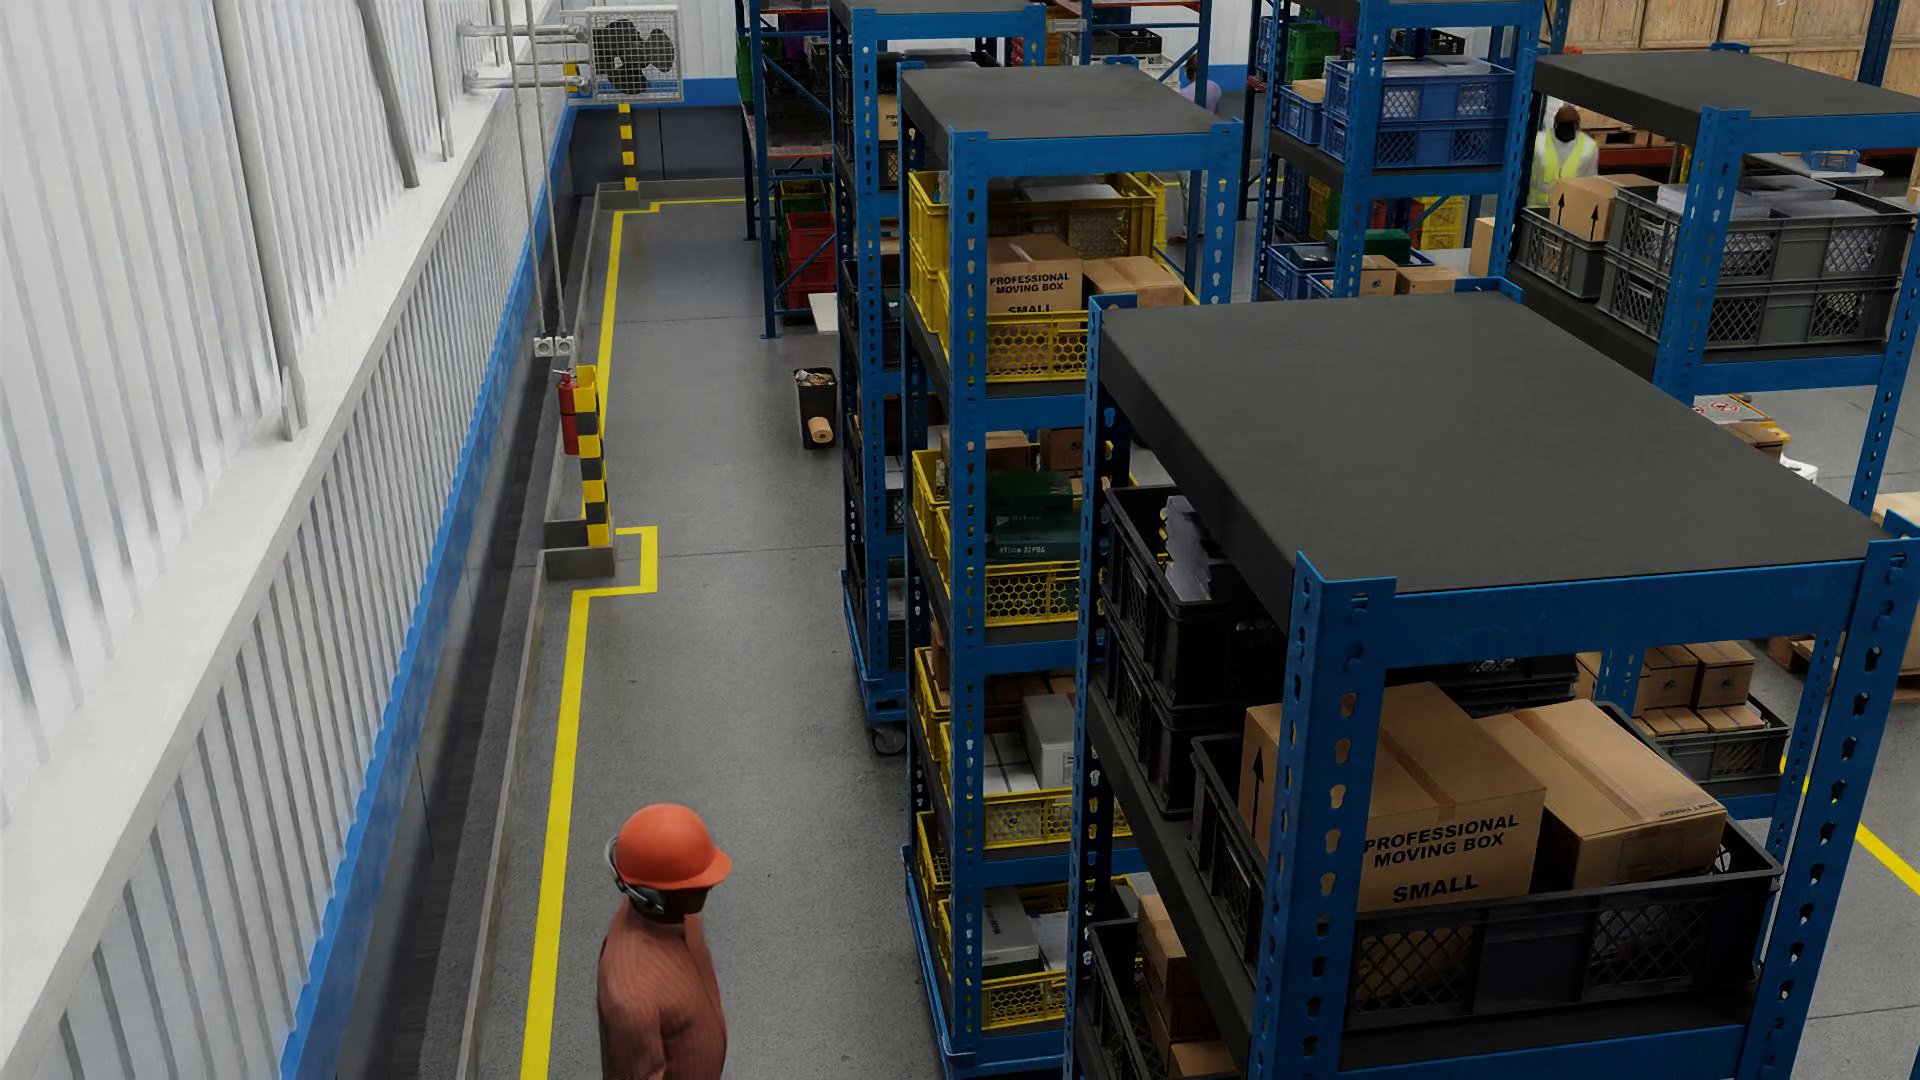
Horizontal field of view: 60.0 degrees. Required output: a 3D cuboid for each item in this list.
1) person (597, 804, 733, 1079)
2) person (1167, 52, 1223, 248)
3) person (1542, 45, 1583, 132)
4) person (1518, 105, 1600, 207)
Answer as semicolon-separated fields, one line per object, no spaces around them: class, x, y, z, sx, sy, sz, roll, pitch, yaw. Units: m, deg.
person;-0.807;1.603;4.755;0.417;1.985;0.618;0;25;1
person;2.373;-3.950;16.871;0.627;1.941;0.374;-22;33;-40
person;6.352;-4.276;17.645;0.342;1.882;0.586;20;31;36
person;5.331;-2.968;14.878;0.660;1.812;0.594;6;25;12
